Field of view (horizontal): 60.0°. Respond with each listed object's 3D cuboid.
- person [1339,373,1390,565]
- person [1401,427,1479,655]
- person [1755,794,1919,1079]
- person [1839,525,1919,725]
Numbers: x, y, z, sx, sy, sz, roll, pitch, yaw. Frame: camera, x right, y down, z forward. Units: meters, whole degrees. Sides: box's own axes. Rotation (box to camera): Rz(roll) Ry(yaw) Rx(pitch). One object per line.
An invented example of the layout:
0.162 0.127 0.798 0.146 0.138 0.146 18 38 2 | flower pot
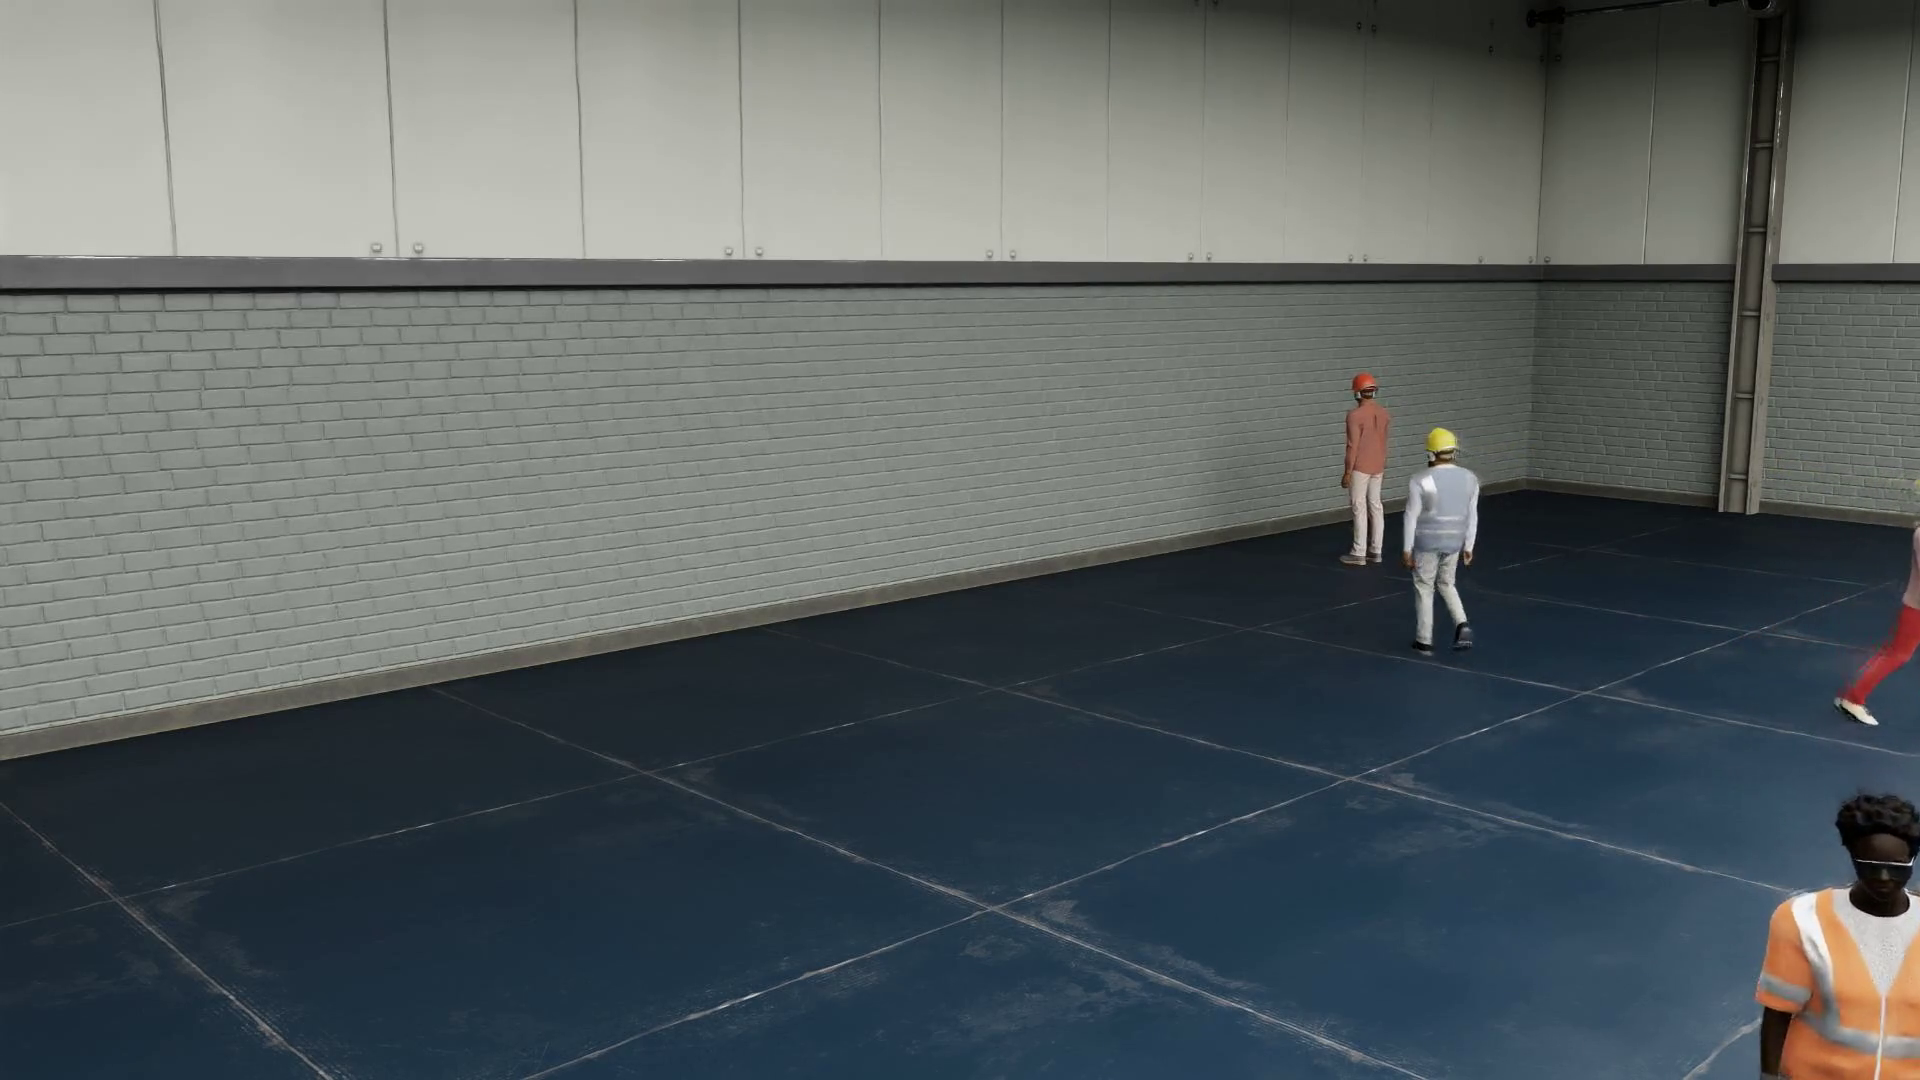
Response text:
4.198 -0.740 17.305 0.616 1.990 0.393 -6 11 -35 | person
3.787 0.027 13.107 0.599 1.818 0.499 -2 9 -15 | person
2.395 1.492 4.416 0.547 1.678 0.437 3 10 21 | person
6.323 0.423 10.932 0.908 1.722 0.540 8 12 42 | person
